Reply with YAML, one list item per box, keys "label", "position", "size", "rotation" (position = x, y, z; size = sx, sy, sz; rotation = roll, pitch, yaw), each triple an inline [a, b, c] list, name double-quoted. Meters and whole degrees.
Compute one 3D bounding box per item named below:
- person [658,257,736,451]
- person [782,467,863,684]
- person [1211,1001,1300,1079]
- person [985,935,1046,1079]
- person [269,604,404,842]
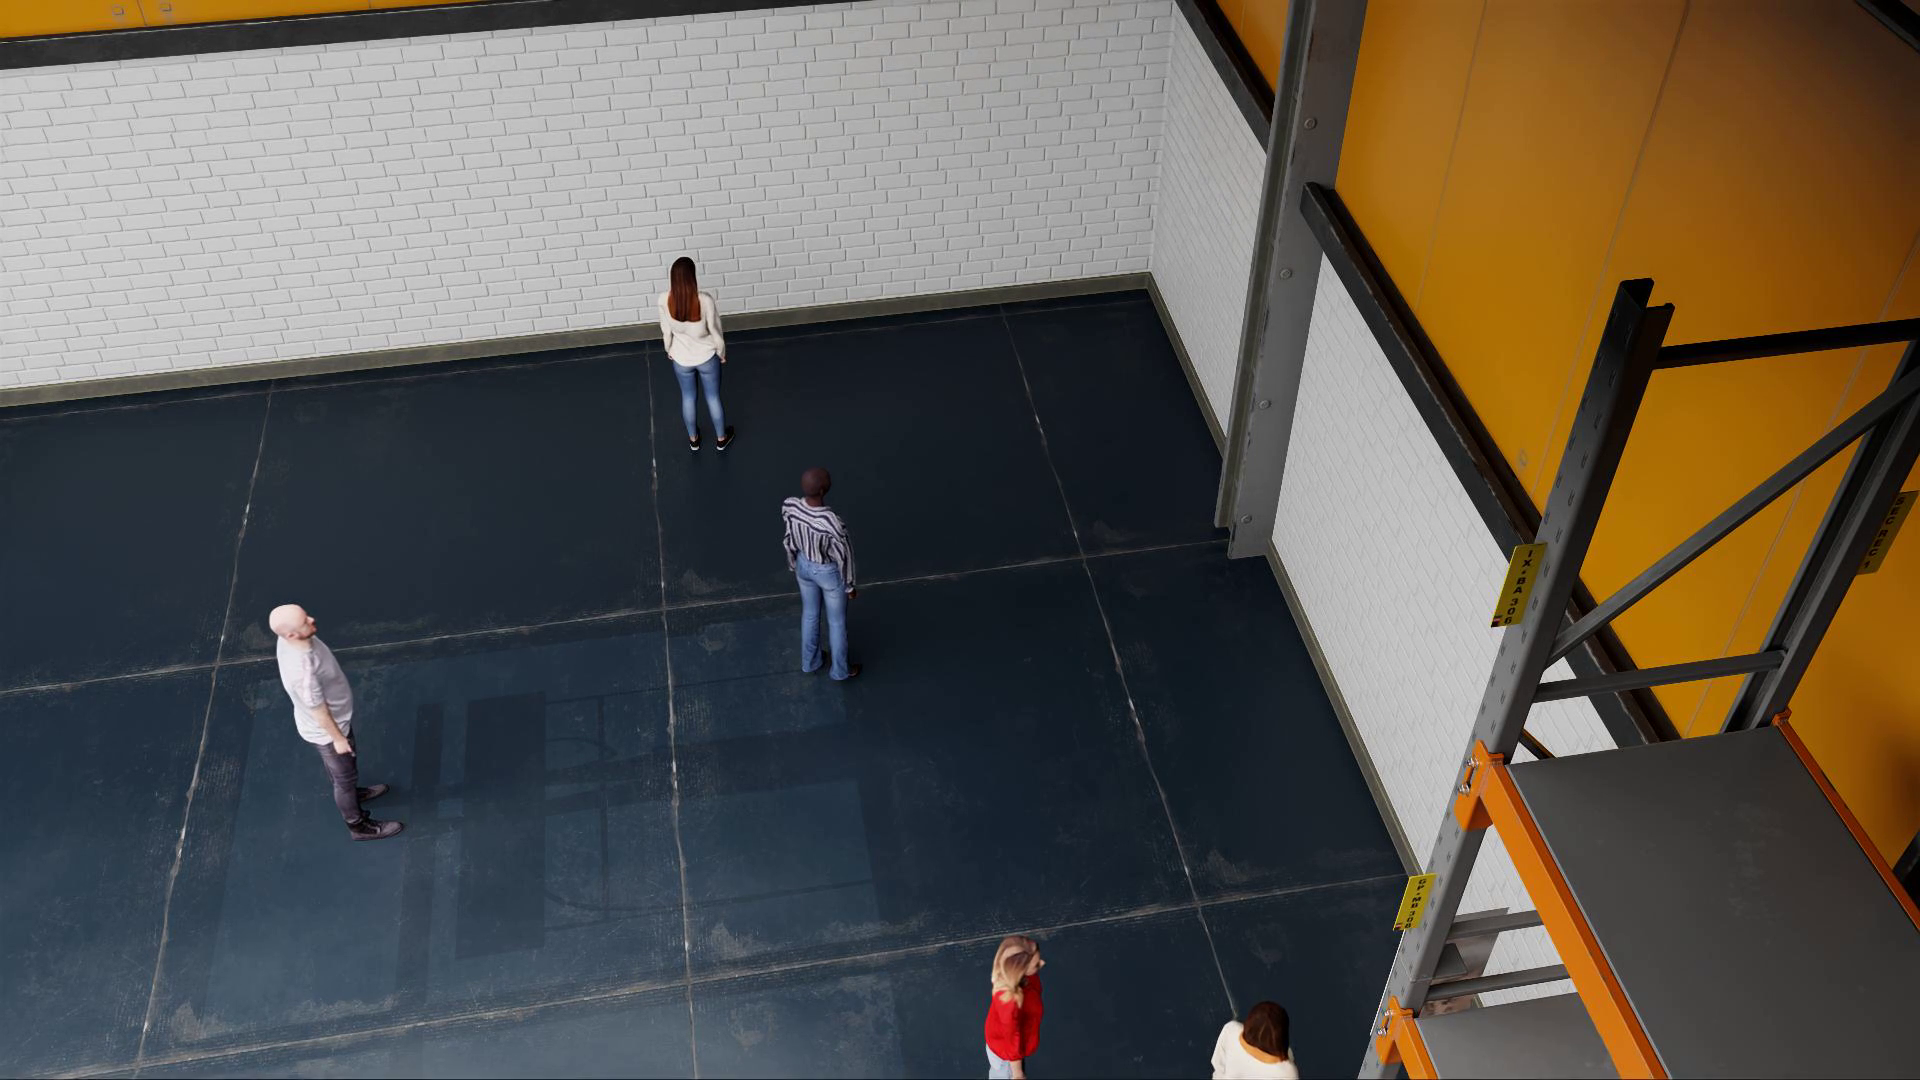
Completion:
- label: "person"
  position: [-1.954, -1.369, 12.323]
  size: [0.667, 1.692, 0.630]
  rotation: [3, 44, 3]
- label: "person"
  position: [-0.876, 0.231, 10.569]
  size: [0.706, 1.795, 0.743]
  rotation: [21, 48, 21]
- label: "person"
  position: [1.391, 2.725, 8.031]
  size: [0.677, 1.683, 0.761]
  rotation: [32, 52, 29]
- label: "person"
  position: [0.253, 2.481, 8.272]
  size: [0.713, 1.705, 0.510]
  rotation: [1, 44, 1]
- label: "person"
  position: [-3.698, 1.044, 9.689]
  size: [0.774, 1.831, 0.615]
  rotation: [-17, 46, -17]
